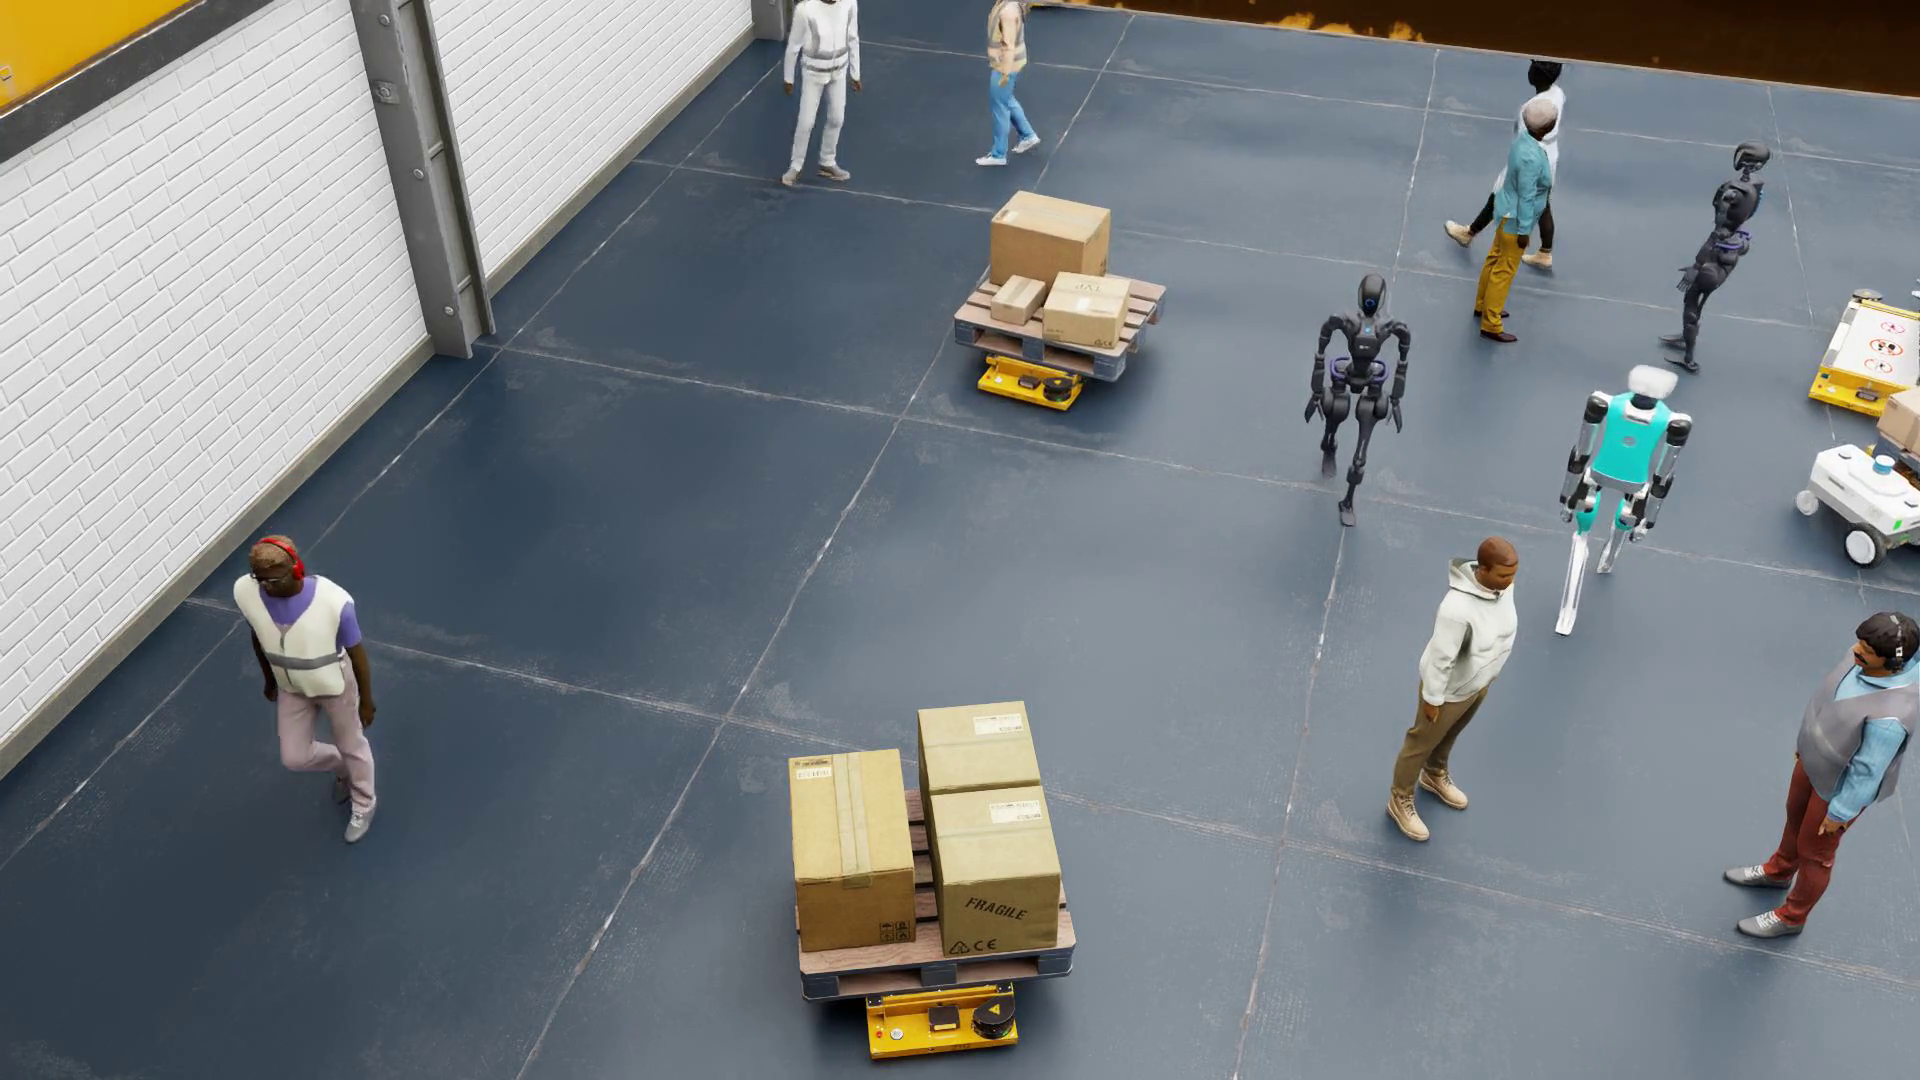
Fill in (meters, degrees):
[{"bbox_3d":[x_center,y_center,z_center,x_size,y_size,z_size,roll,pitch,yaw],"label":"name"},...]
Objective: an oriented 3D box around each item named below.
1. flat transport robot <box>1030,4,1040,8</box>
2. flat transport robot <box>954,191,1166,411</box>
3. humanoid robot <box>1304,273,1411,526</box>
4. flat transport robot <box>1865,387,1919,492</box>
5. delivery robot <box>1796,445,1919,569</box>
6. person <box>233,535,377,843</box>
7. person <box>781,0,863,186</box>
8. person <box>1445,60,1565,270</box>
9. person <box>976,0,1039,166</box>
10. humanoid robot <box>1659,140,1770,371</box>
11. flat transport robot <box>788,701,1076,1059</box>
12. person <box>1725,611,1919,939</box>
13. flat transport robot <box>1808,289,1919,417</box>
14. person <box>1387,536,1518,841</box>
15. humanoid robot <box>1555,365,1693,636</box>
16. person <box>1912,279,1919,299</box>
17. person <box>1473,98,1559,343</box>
[{"bbox_3d":[1.153,-5.722,17.122,1.431,0.231,0.659,-8,39,-10],"label":"flat transport robot"},{"bbox_3d":[0.714,-1.410,11.759,0.659,0.231,1.431,16,42,19],"label":"flat transport robot"},{"bbox_3d":[2.403,-0.930,10.057,0.584,1.636,0.675,6,39,8],"label":"humanoid robot"},{"bbox_3d":[6.442,-0.268,10.338,0.659,0.231,1.431,-14,41,-17],"label":"flat transport robot"},{"bbox_3d":[5.518,-0.214,10.058,0.499,0.614,0.791,-14,41,-17],"label":"delivery robot"},{"bbox_3d":[-3.051,0.700,7.883,0.599,1.831,0.462,6,39,7],"label":"person"},{"bbox_3d":[-1.135,-3.751,13.411,0.692,1.847,0.424,-22,44,-25],"label":"person"},{"bbox_3d":[4.221,-2.864,12.459,0.550,1.648,0.880,-31,48,-33],"label":"person"},{"bbox_3d":[0.399,-3.949,13.764,0.482,1.718,0.491,3,39,3],"label":"person"},{"bbox_3d":[5.091,-1.923,11.272,0.384,1.652,0.595,27,46,29],"label":"humanoid robot"},{"bbox_3d":[-0.154,1.754,7.823,0.659,0.231,1.431,-4,39,-5],"label":"flat transport robot"},{"bbox_3d":[3.913,1.050,7.421,0.415,1.873,0.534,5,39,6],"label":"person"},{"bbox_3d":[6.435,-1.291,11.610,0.659,0.231,1.431,22,44,25],"label":"flat transport robot"},{"bbox_3d":[2.370,0.672,7.972,0.532,1.766,0.365,-27,46,-30],"label":"person"},{"bbox_3d":[3.673,-0.339,9.271,0.545,1.786,0.934,18,42,21],"label":"humanoid robot"},{"bbox_3d":[7.392,-2.495,12.018,0.362,1.631,0.524,24,45,27],"label":"person"},{"bbox_3d":[3.891,-2.232,11.592,0.340,1.758,0.527,4,39,5],"label":"person"}]
